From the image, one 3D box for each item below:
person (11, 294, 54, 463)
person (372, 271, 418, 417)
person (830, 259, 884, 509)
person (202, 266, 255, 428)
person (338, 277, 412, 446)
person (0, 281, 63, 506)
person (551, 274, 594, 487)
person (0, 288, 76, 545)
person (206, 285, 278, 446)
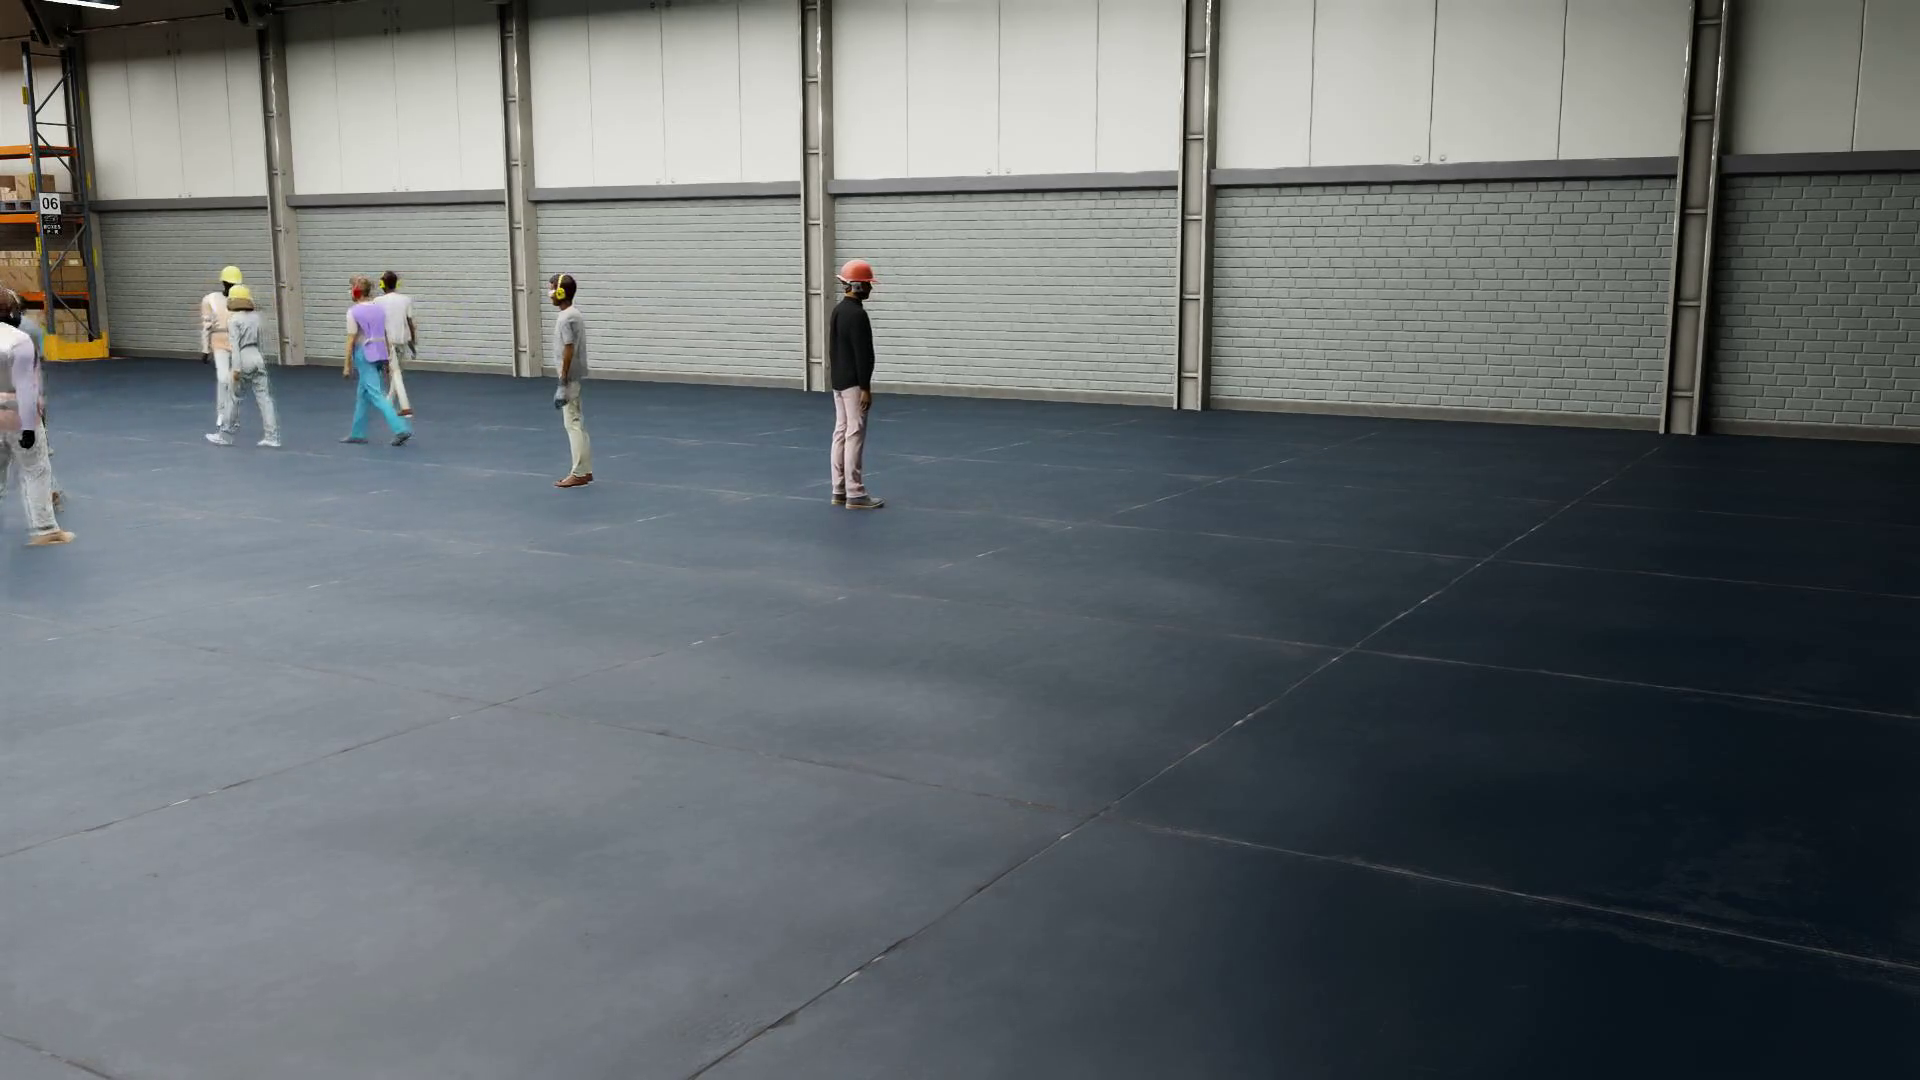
[{"bbox_3d":[-9.274,-1.589,16.390,0.540,1.652,0.857,-1,10,-8],"label":"person"},{"bbox_3d":[-7.247,-2.485,21.112,0.945,1.822,0.555,9,13,42],"label":"person"},{"bbox_3d":[-0.845,-1.251,13.400,0.395,1.993,0.614,-4,11,-24],"label":"person"},{"bbox_3d":[-8.572,-2.261,19.575,0.615,1.896,0.562,-7,12,-36],"label":"person"},{"bbox_3d":[-6.293,-1.907,17.793,0.942,1.813,0.574,3,10,15],"label":"person"},{"bbox_3d":[-7.265,-1.063,12.652,0.639,1.891,1.037,3,10,15],"label":"person"},{"bbox_3d":[-3.426,-1.384,14.600,0.343,1.859,0.562,0,10,0],"label":"person"},{"bbox_3d":[-6.599,-0.812,11.398,0.644,1.810,0.828,4,10,21],"label":"person"},{"bbox_3d":[-7.676,-1.847,17.735,0.854,1.704,0.509,3,10,19],"label":"person"}]
